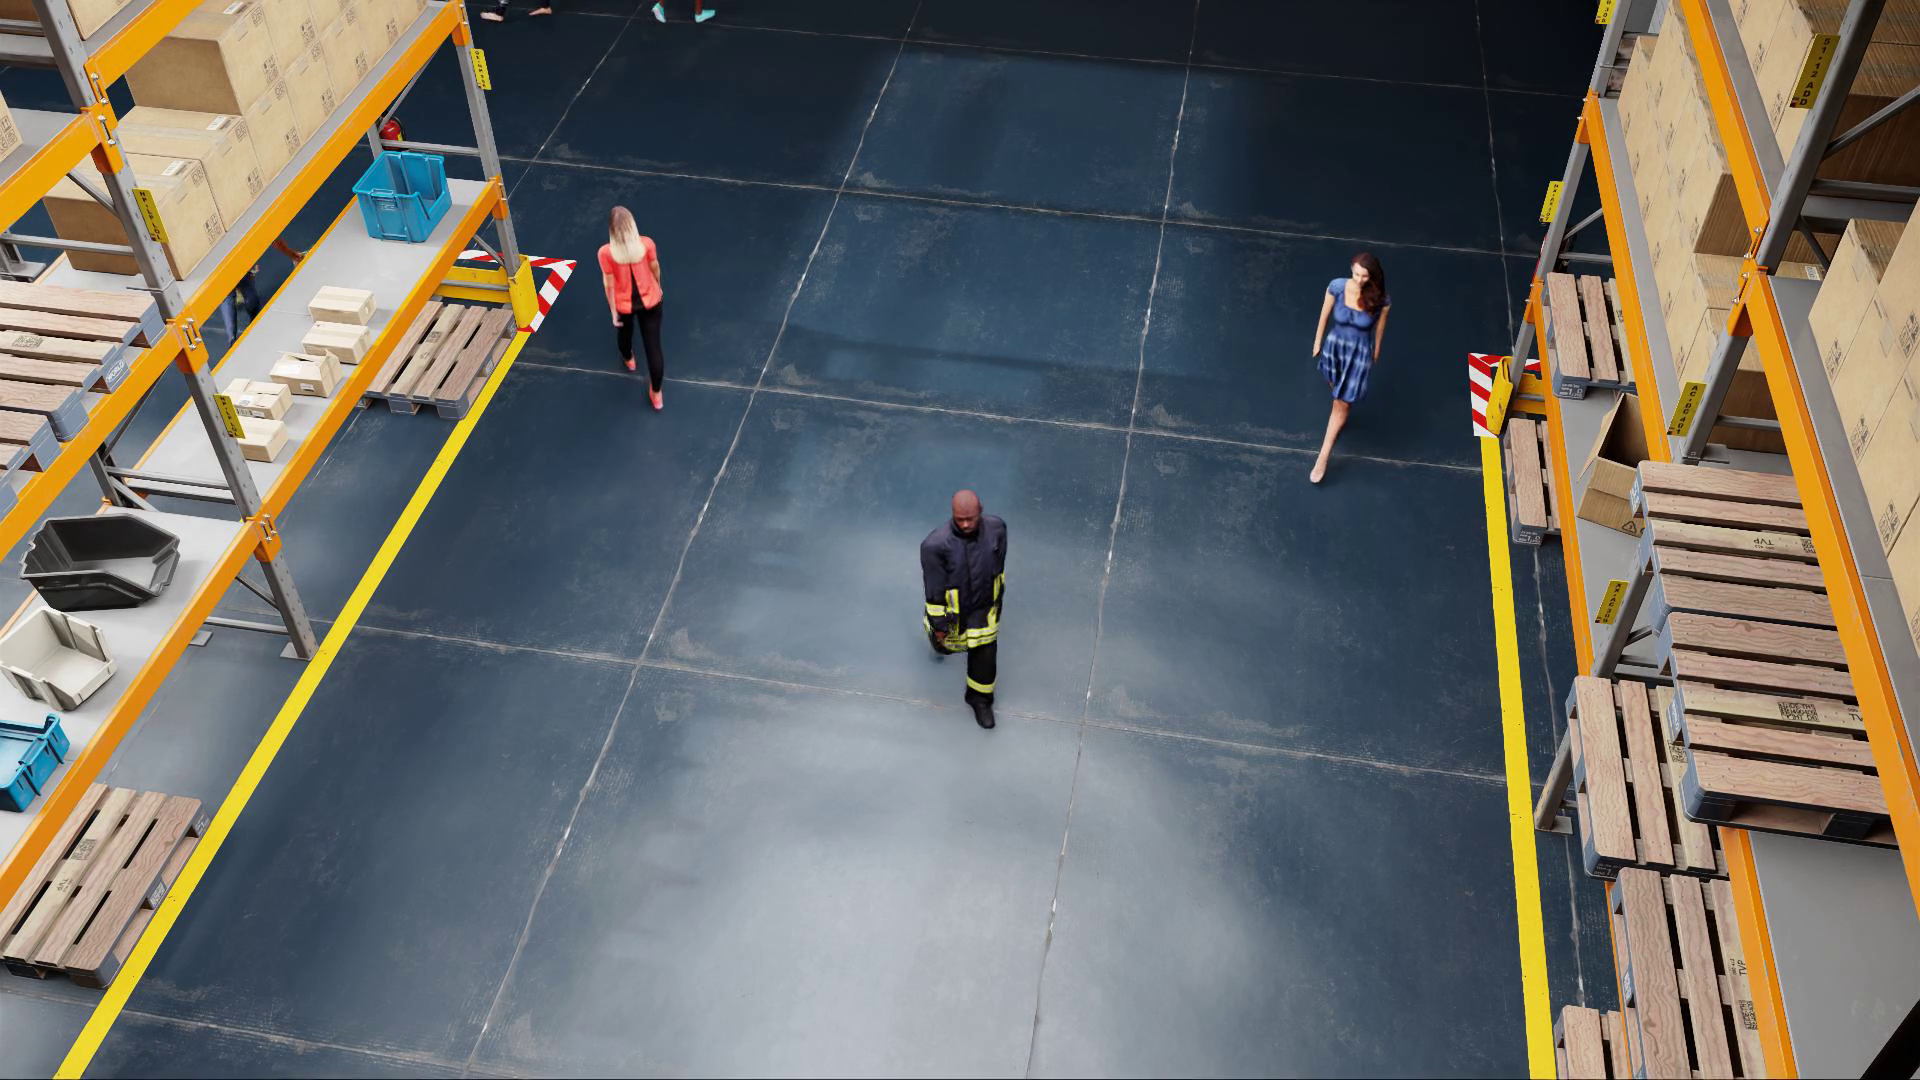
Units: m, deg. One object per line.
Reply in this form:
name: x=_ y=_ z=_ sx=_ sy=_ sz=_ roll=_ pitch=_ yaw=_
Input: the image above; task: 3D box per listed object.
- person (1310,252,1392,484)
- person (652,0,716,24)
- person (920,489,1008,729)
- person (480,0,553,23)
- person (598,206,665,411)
person: x=2.841 y=-1.362 z=12.182 sx=0.878 sy=1.759 sz=1.238 roll=20 pitch=47 yaw=19
person: x=-2.957 y=-6.133 z=17.229 sx=1.028 sy=1.707 sz=0.886 roll=-34 pitch=53 yaw=-31
person: x=-0.016 y=0.309 z=10.403 sx=1.091 sy=1.794 sz=1.292 roll=-14 pitch=45 yaw=-14
person: x=-4.573 y=-6.248 z=17.352 sx=0.953 sy=1.702 sz=1.024 roll=-11 pitch=45 yaw=-11
person: x=-2.438 y=-1.726 z=12.638 sx=0.883 sy=1.657 sz=1.107 roll=-10 pitch=45 yaw=-11
